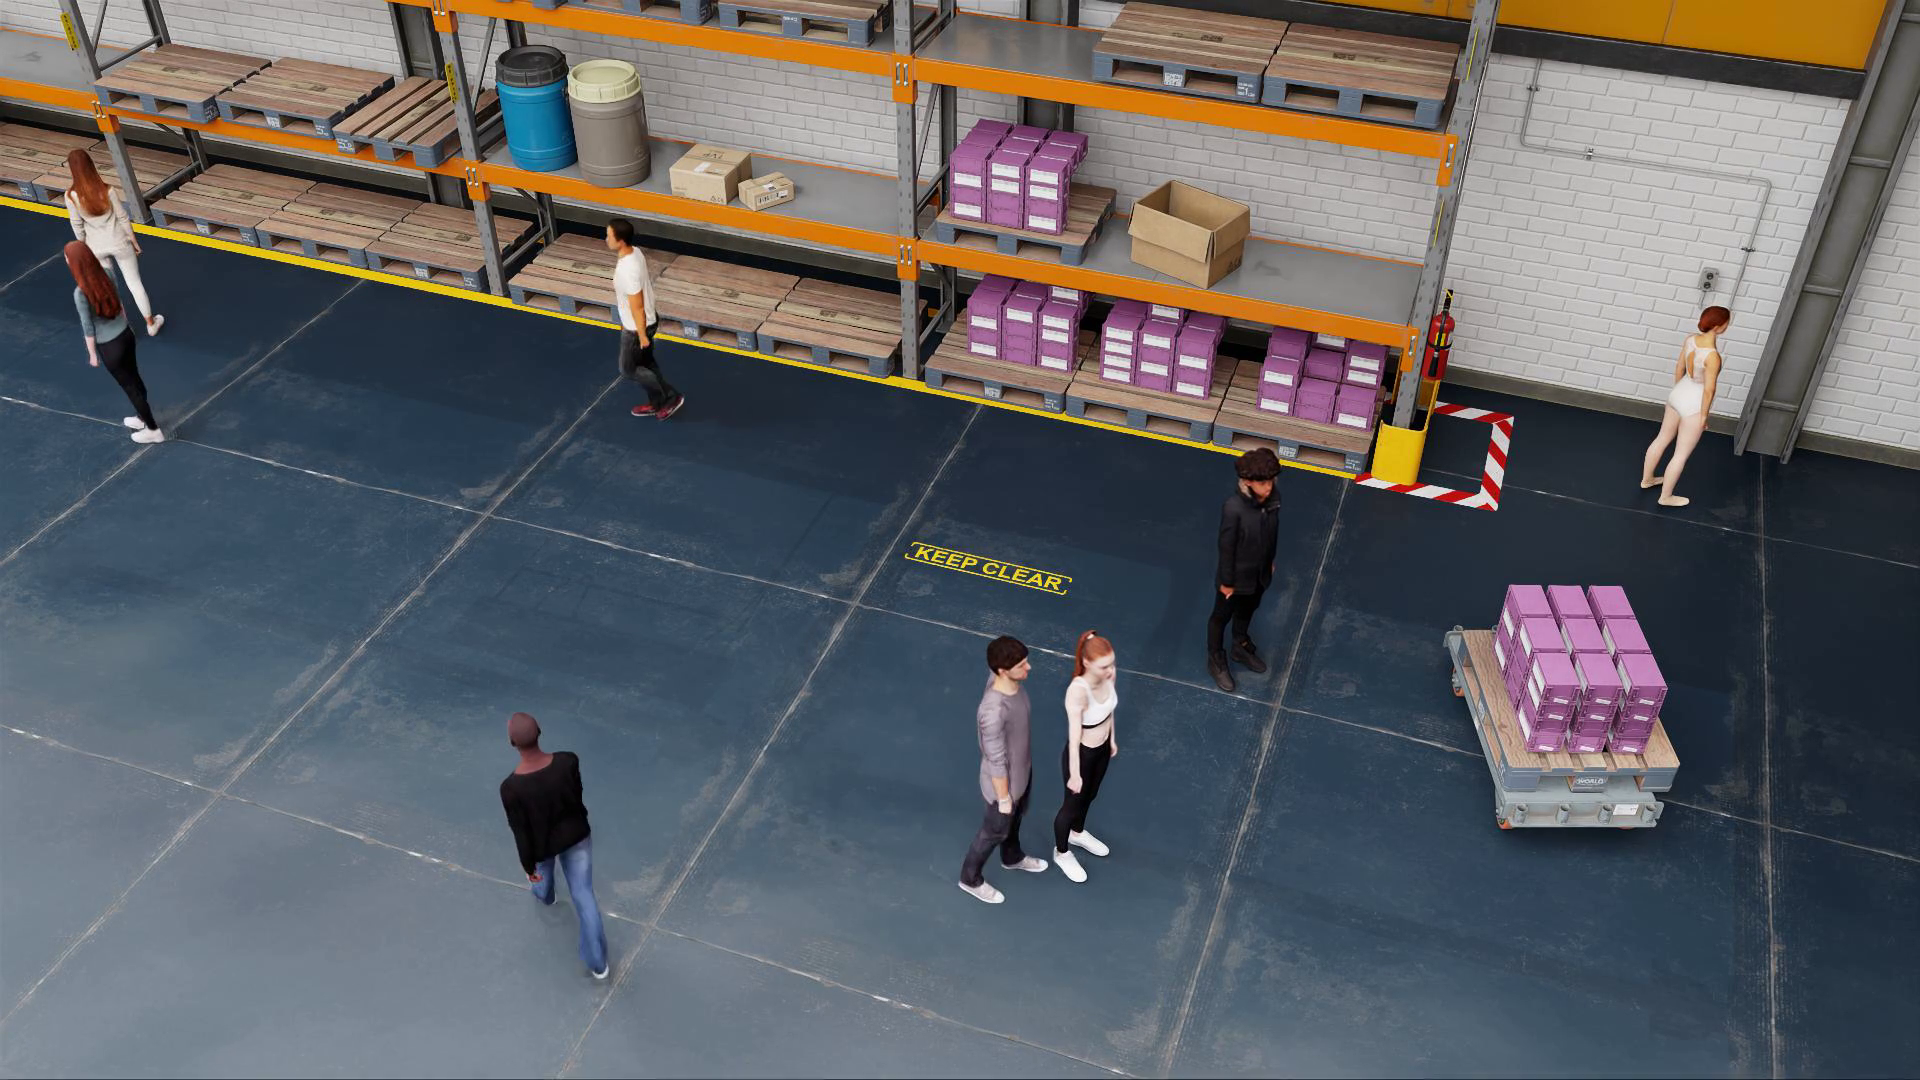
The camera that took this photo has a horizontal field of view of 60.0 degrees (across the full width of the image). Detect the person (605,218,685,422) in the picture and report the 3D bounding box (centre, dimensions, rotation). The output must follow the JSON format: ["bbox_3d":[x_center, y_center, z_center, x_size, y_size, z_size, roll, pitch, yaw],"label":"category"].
[{"bbox_3d":[-2.404,-1.693,12.939,0.841,1.787,0.800,-2,39,-2],"label":"person"}]

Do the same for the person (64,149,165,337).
[{"bbox_3d":[-7.147,-2.466,13.966,0.681,1.711,0.755,-13,41,-16],"label":"person"}]

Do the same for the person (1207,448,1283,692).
[{"bbox_3d":[1.819,0.155,10.631,0.728,1.778,0.762,-23,44,-26],"label":"person"}]

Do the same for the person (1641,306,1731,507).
[{"bbox_3d":[5.329,-0.994,12.178,0.641,1.644,0.617,-9,39,-11],"label":"person"}]

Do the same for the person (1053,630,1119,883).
[{"bbox_3d":[0.713,1.194,9.359,0.601,1.742,0.642,26,45,28],"label":"person"}]

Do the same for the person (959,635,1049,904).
[{"bbox_3d":[0.213,1.251,9.190,0.743,1.864,0.716,8,39,10],"label":"person"}]

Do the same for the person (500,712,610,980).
[{"bbox_3d":[-2.093,1.660,8.807,1.052,1.703,1.156,-18,42,-21],"label":"person"}]

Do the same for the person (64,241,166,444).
[{"bbox_3d":[-6.452,-1.502,12.733,0.686,1.745,0.621,8,39,10],"label":"person"}]
